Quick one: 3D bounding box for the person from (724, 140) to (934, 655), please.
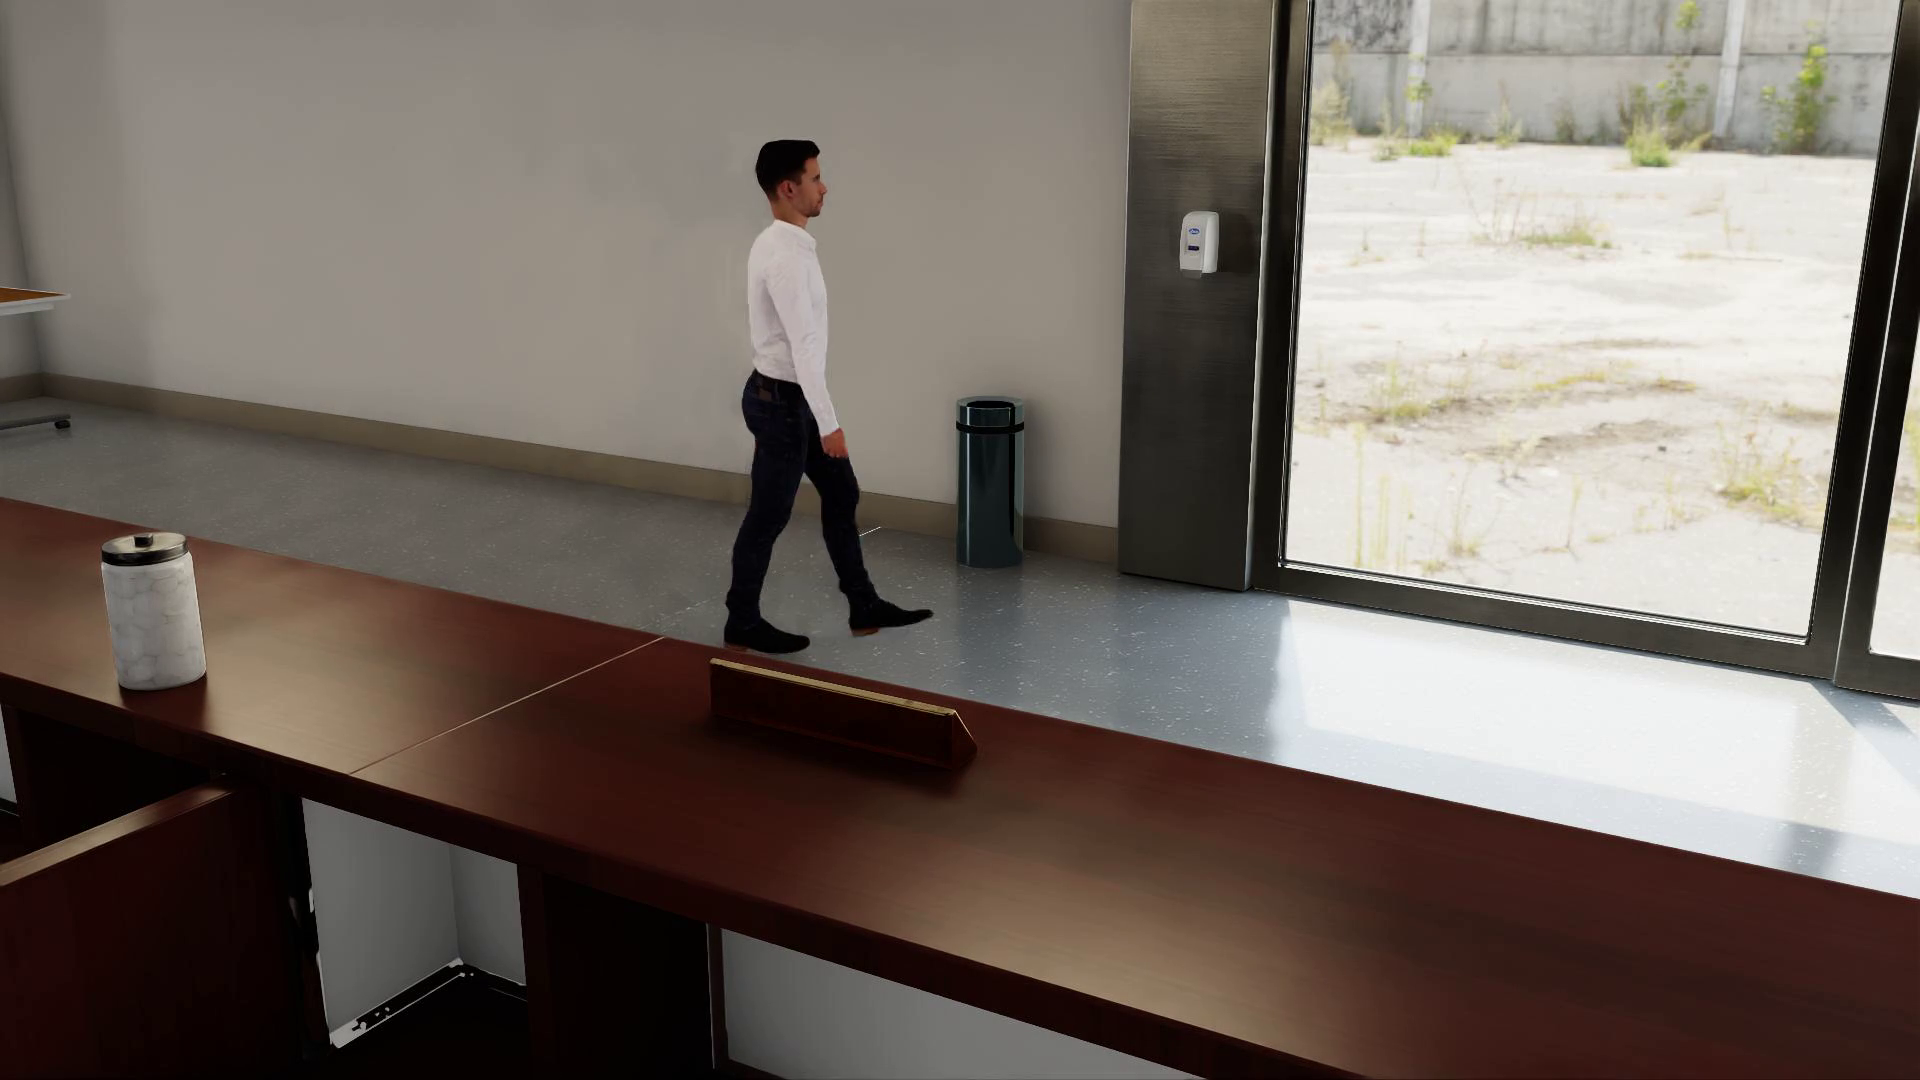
[{"bbox_3d":[-0.703,-0.464,5.927,1.026,1.843,1.056,-1,16,-2],"label":"person"}]
